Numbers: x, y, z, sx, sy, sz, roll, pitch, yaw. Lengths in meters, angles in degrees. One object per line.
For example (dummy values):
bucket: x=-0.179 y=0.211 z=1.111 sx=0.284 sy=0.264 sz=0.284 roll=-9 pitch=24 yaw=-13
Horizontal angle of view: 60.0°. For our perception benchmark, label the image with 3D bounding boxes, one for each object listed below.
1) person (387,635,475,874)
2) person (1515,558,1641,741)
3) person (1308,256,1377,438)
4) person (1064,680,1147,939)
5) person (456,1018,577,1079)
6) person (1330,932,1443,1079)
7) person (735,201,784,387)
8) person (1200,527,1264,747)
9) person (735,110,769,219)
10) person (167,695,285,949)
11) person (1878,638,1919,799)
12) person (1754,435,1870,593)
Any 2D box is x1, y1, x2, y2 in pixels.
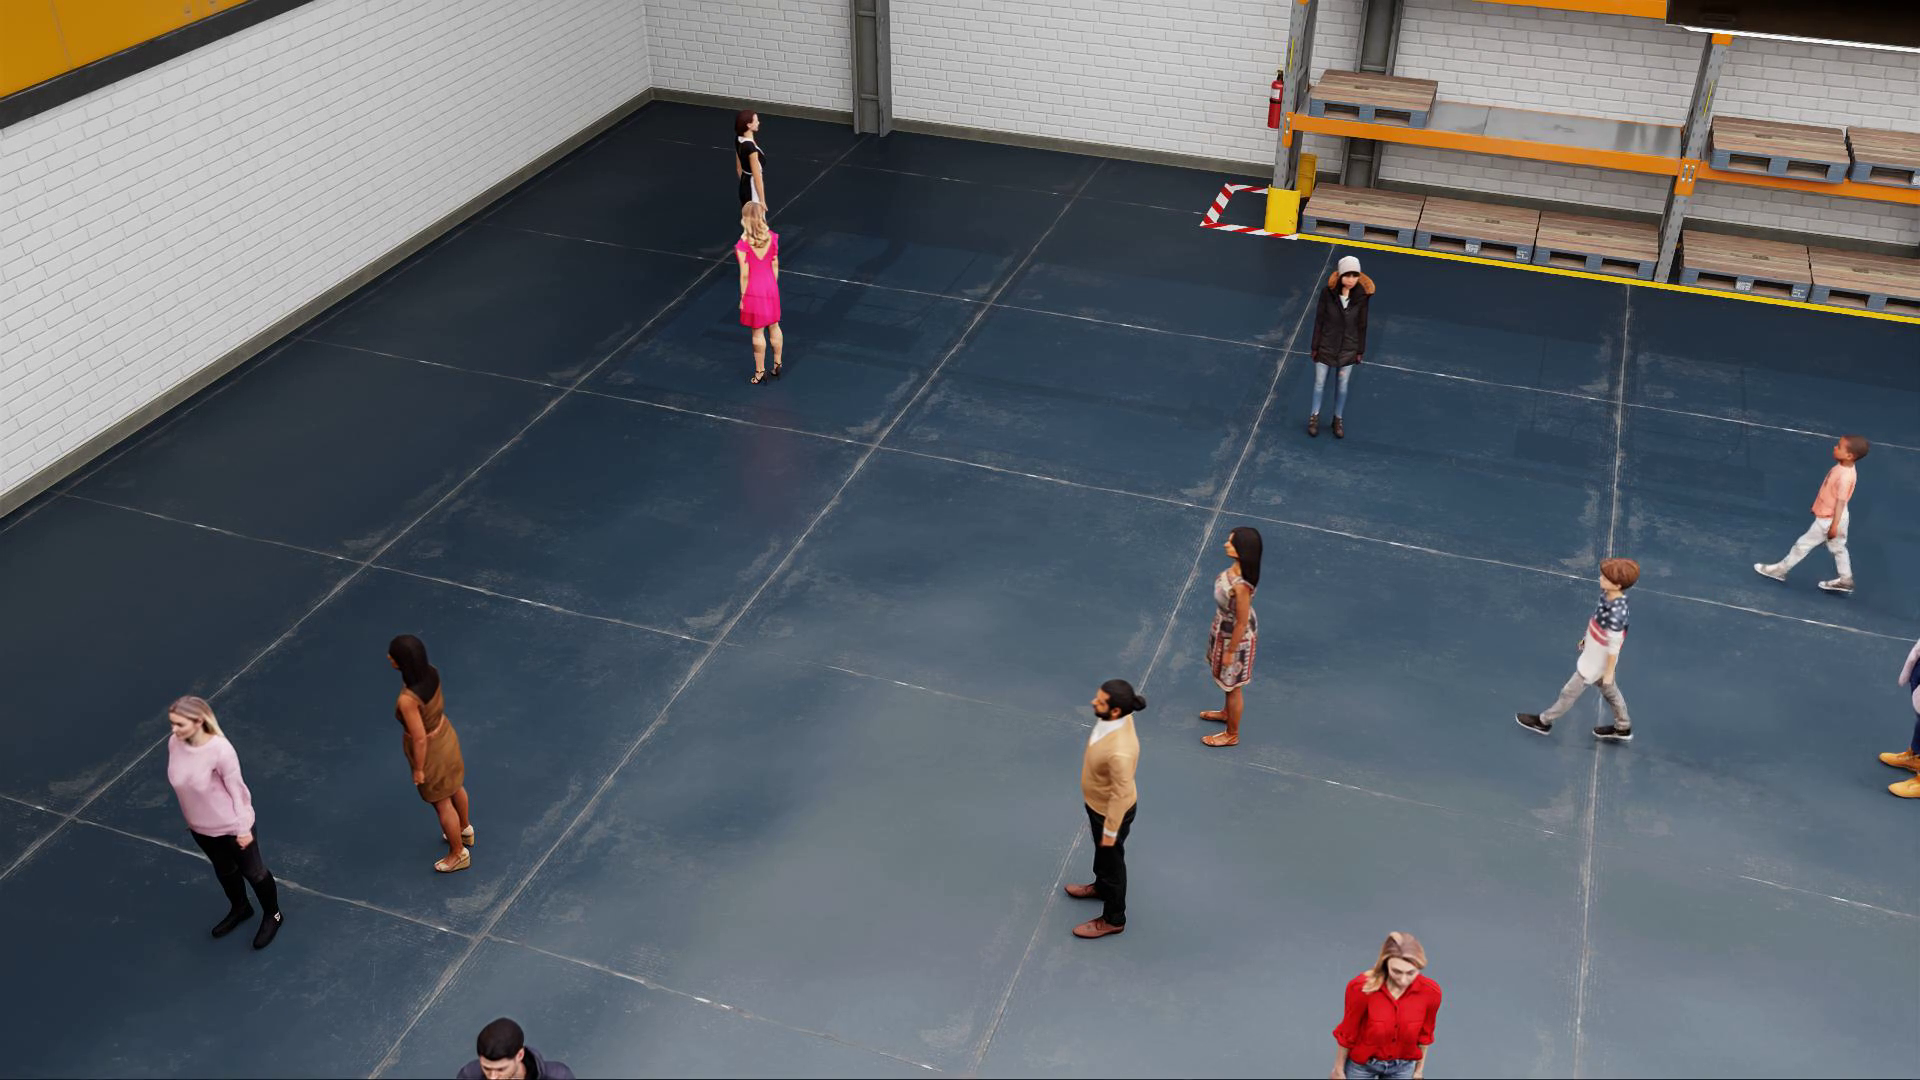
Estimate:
person: x=-3.073 y=1.237 z=9.698 sx=0.610 sy=1.690 sz=0.622 roll=0 pitch=34 yaw=0
person: x=4.187 y=0.745 z=10.696 sx=0.960 sy=1.405 sz=0.544 roll=10 pitch=35 yaw=15
person: x=3.196 y=-1.654 z=14.096 sx=0.609 sy=1.636 sz=0.738 roll=4 pitch=34 yaw=6
person: x=0.836 y=1.474 z=9.283 sx=0.732 sy=1.754 sz=0.743 roll=-1 pitch=34 yaw=-2
person: x=-1.866 y=2.734 z=7.263 sx=0.650 sy=1.893 sz=0.814 roll=-1 pitch=34 yaw=-2
person: x=1.976 y=2.462 z=7.843 sx=0.565 sy=1.704 sz=0.740 roll=0 pitch=34 yaw=0
person: x=-1.779 y=-2.203 z=14.839 sx=0.663 sy=1.728 sz=0.689 roll=-24 pitch=40 yaw=-31
person: x=1.768 y=0.607 z=10.686 sx=0.612 sy=1.645 sz=0.697 roll=4 pitch=34 yaw=5
person: x=-2.069 y=-3.416 z=16.603 sx=0.704 sy=1.796 sz=0.622 roll=-18 pitch=38 yaw=-25
person: x=-4.101 y=1.540 z=9.244 sx=0.469 sy=1.688 sz=0.652 roll=10 pitch=35 yaw=15
person: x=6.108 y=0.836 z=10.253 sx=0.625 sy=1.743 sz=0.693 roll=9 pitch=35 yaw=13
person: x=6.449 y=-0.163 z=12.177 sx=0.940 sy=1.278 sz=0.607 roll=18 pitch=38 yaw=25
